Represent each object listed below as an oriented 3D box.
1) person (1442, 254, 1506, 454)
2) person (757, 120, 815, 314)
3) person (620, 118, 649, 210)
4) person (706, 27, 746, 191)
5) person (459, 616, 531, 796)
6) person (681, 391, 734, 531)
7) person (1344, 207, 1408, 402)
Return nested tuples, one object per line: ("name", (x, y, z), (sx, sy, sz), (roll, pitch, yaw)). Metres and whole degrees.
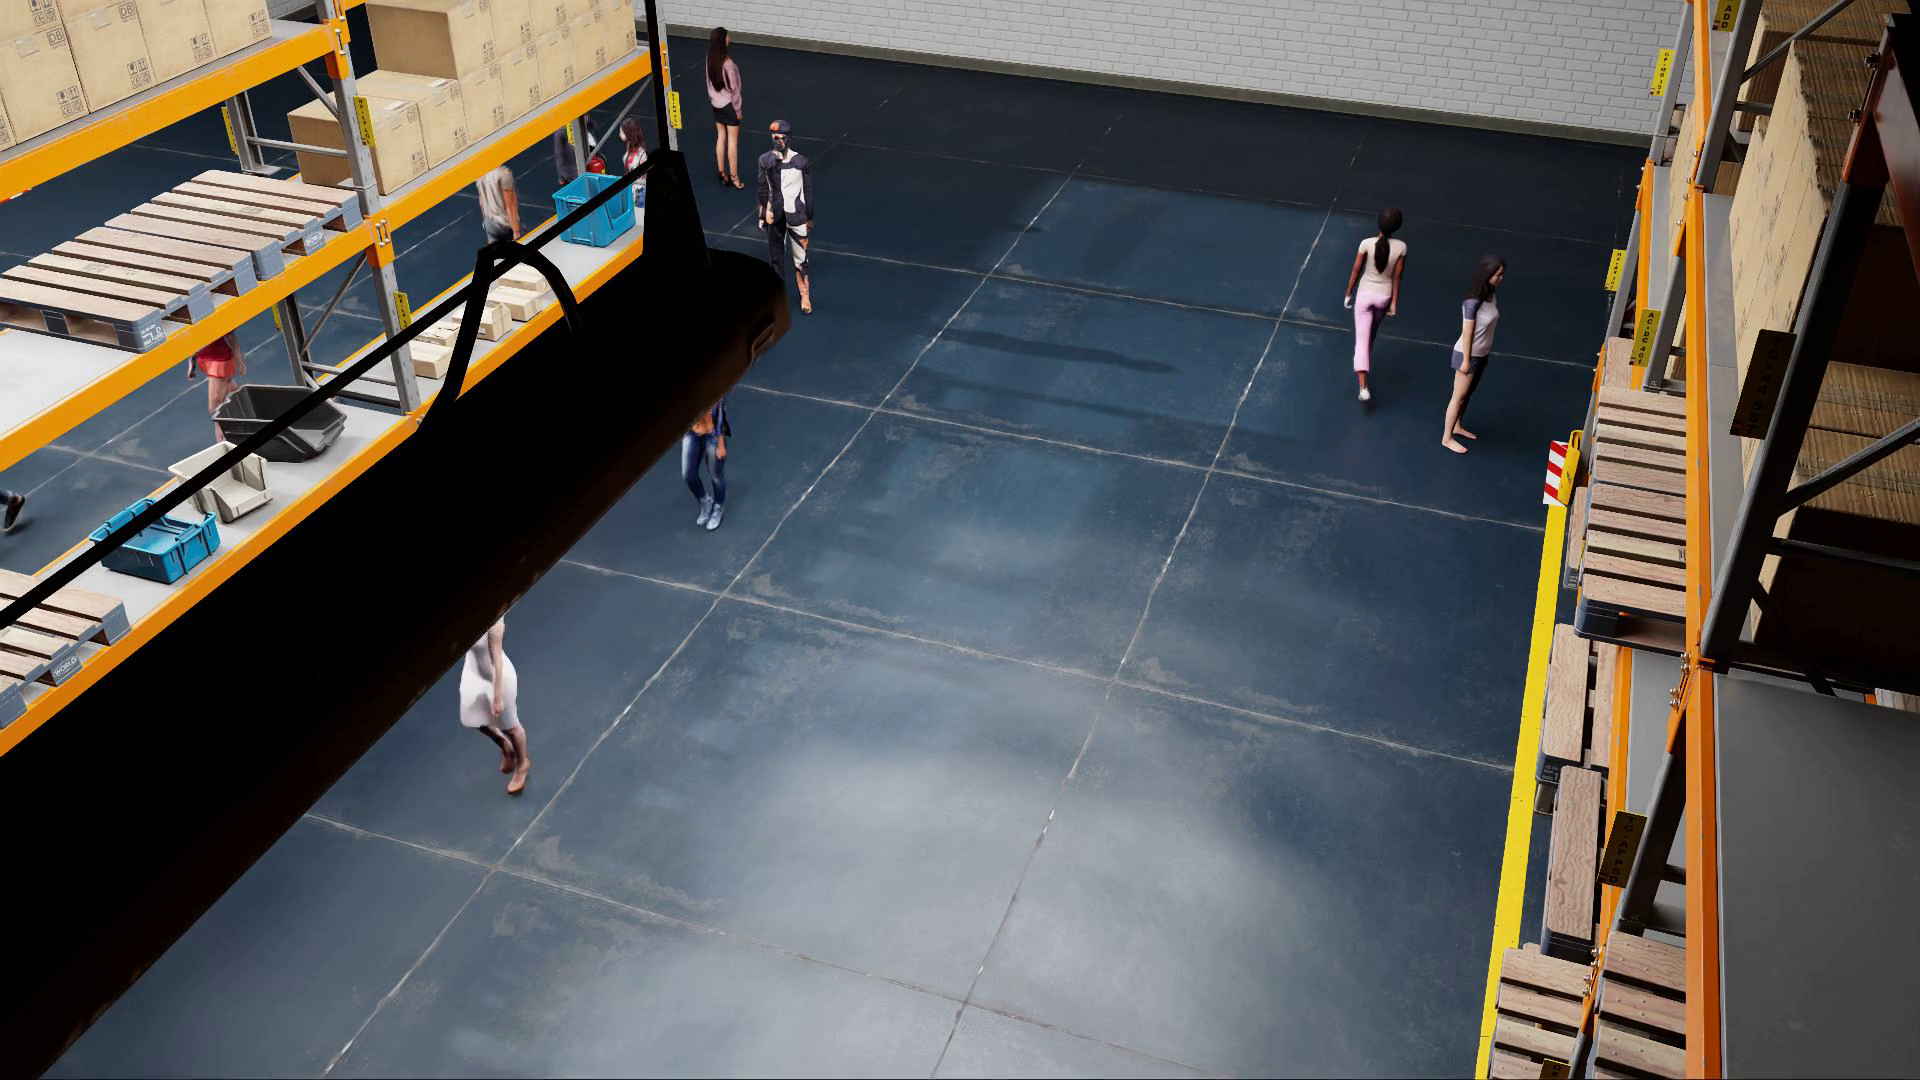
("person", (4.240, -1.565, 13.748), (0.707, 1.707, 0.556), (21, 39, 28))
("person", (-1.651, -3.080, 15.859), (0.758, 1.892, 0.703), (1, 34, 2))
("person", (-3.125, -3.475, 16.721), (0.766, 1.595, 0.671), (-5, 34, -7))
("person", (-2.615, -4.803, 18.525), (0.695, 1.811, 0.662), (27, 42, 34))
("person", (-2.755, 0.809, 10.105), (0.674, 1.786, 0.702), (22, 40, 30))
("person", (-1.905, -0.816, 12.707), (0.646, 1.611, 0.624), (15, 36, 21))
("person", (3.590, -2.009, 14.431), (0.817, 1.690, 1.273), (3, 34, 5))
